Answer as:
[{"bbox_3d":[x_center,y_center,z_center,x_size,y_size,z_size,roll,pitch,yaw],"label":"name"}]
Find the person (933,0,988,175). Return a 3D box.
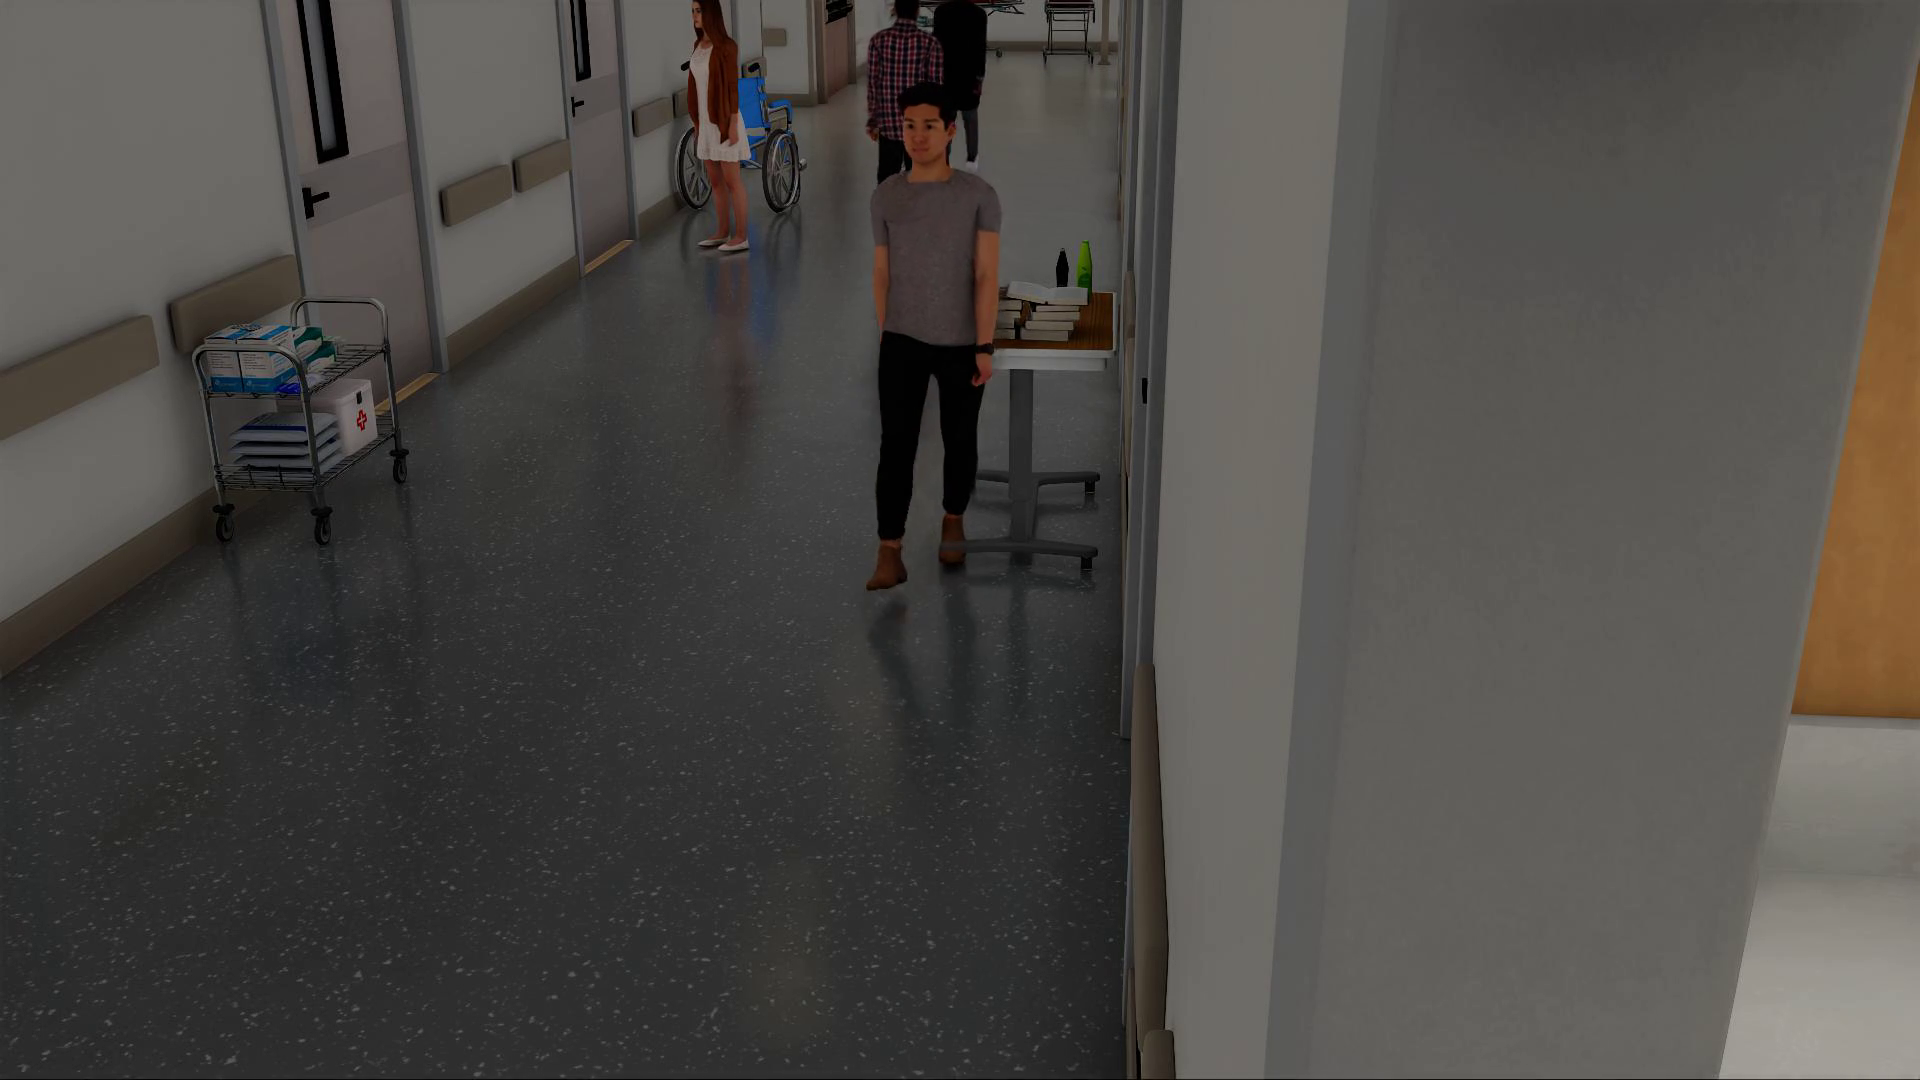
[{"bbox_3d":[-0.047,-3.916,14.192,0.656,1.722,1.144,3,21,7],"label":"person"}]

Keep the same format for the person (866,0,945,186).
[{"bbox_3d":[-0.387,-2.791,11.197,0.740,1.739,0.947,0,21,0],"label":"person"}]

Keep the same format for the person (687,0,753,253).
[{"bbox_3d":[-1.637,-2.854,11.396,0.701,1.716,0.744,18,27,39],"label":"person"}]

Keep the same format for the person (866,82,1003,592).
[{"bbox_3d":[-0.063,-0.709,5.766,0.625,1.694,0.967,3,21,7],"label":"person"}]
